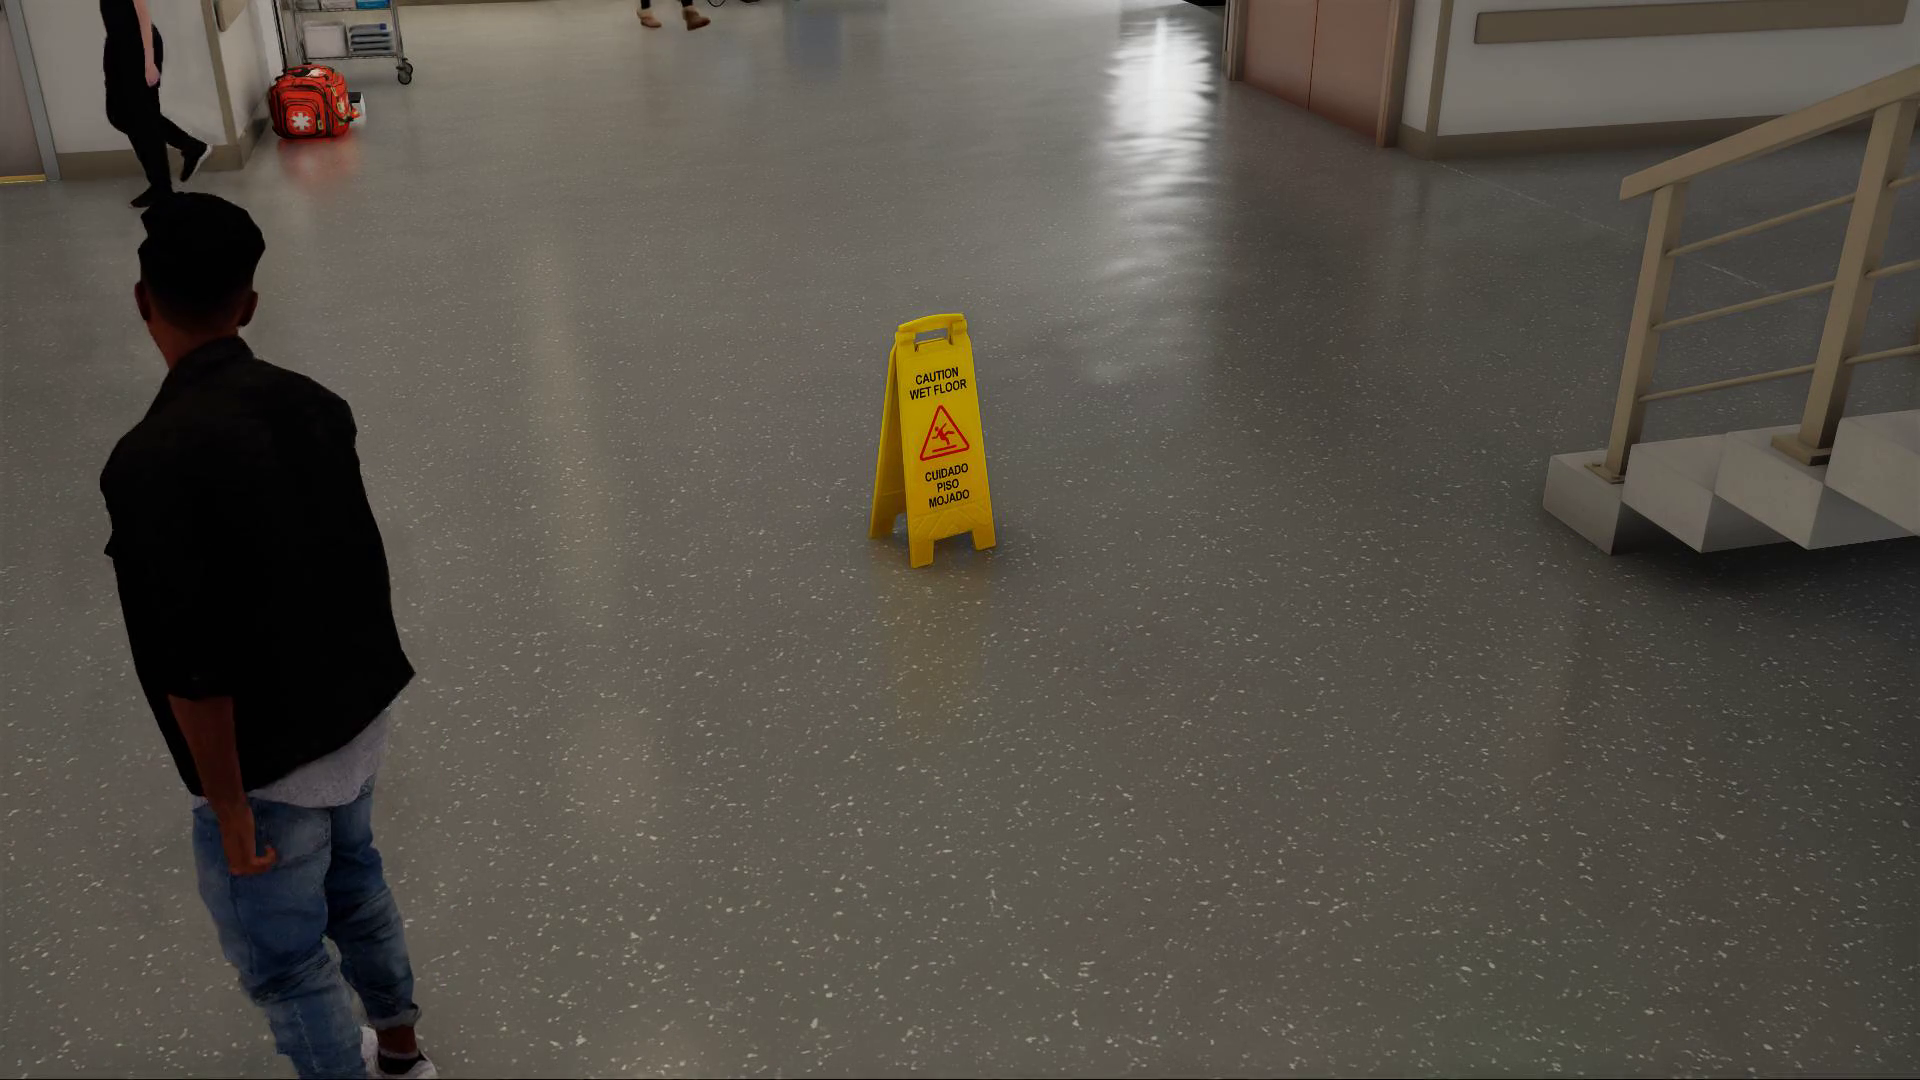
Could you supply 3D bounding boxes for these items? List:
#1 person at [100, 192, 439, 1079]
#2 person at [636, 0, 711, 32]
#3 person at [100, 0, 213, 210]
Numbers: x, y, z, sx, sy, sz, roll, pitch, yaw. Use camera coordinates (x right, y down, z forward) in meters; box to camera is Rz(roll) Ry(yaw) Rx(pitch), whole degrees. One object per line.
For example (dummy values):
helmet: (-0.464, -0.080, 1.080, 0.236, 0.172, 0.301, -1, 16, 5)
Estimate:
person: (-1.126, 0.342, 2.847, 1.021, 1.766, 0.834, 0, 26, -1)
person: (-2.734, -5.391, 14.908, 1.163, 1.615, 0.966, 22, 34, 38)
person: (-4.522, -2.744, 9.278, 0.866, 1.739, 0.901, 18, 31, 33)
